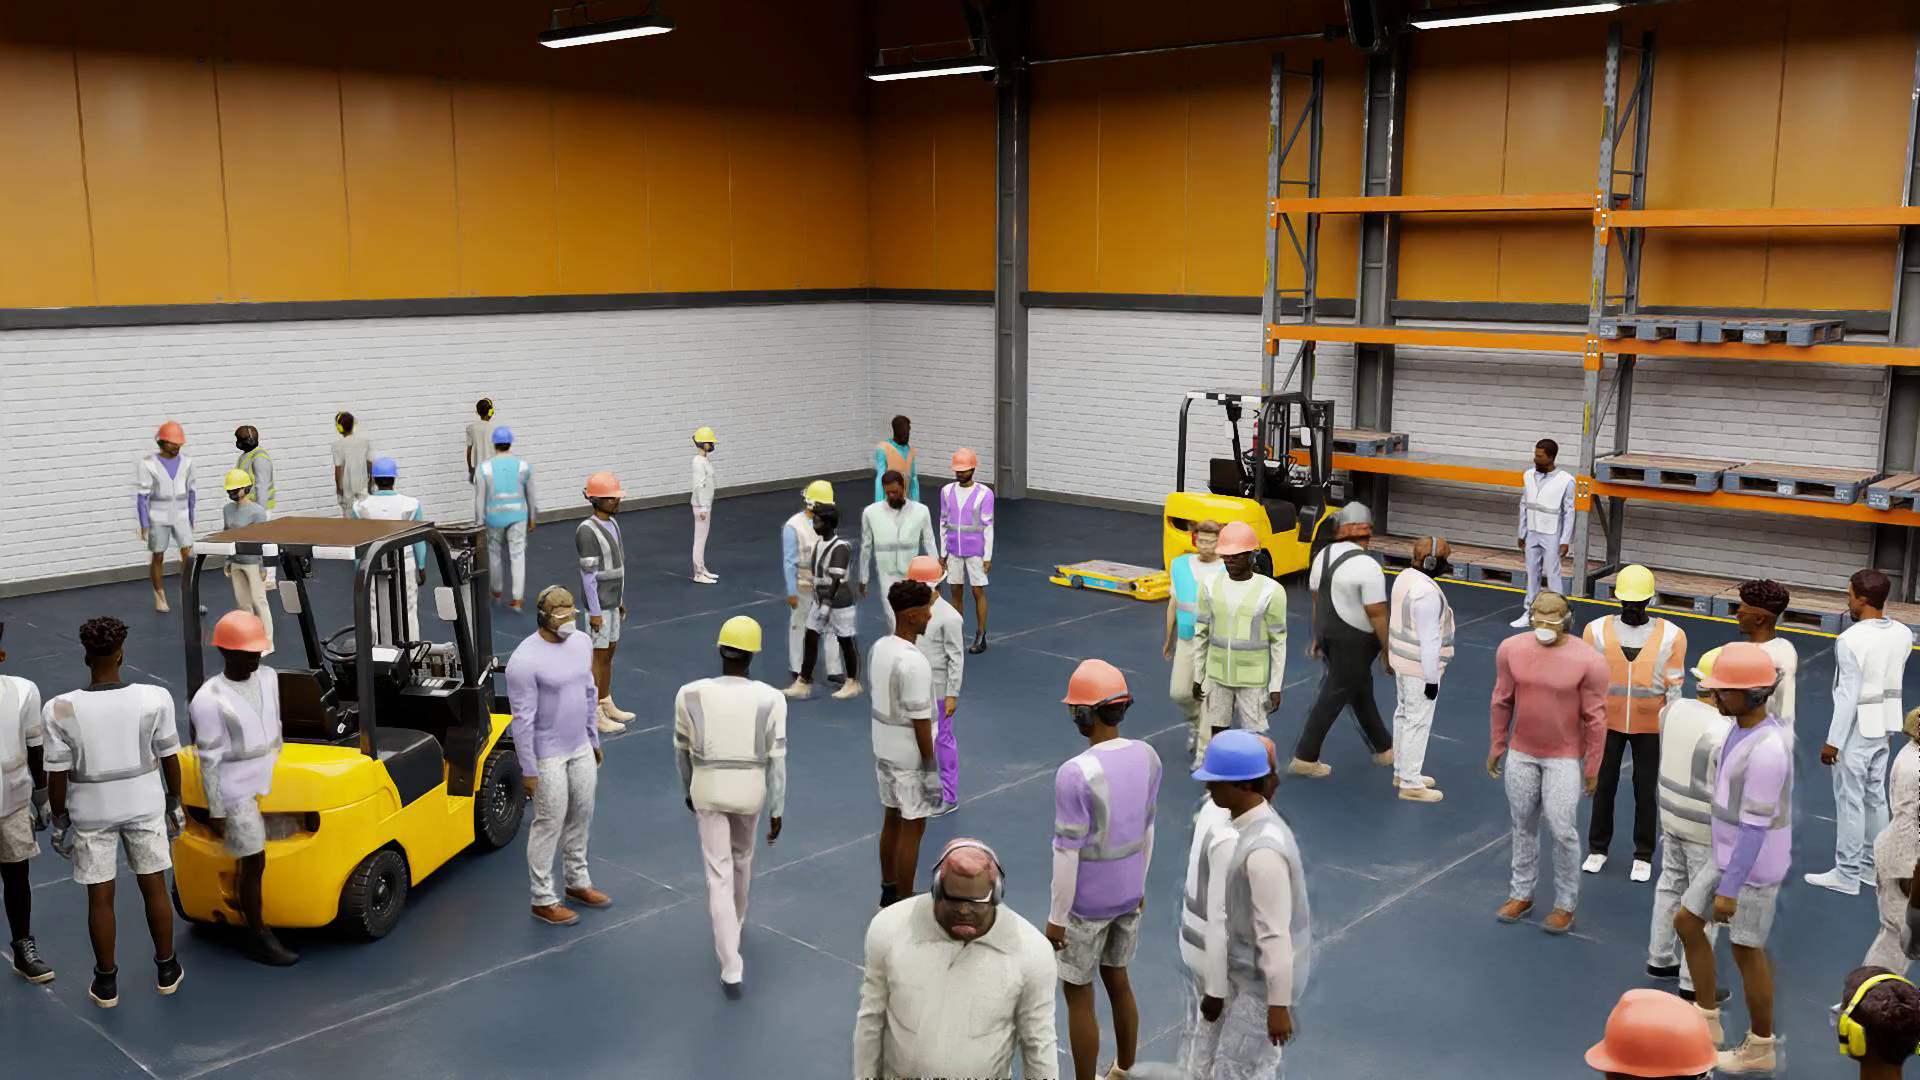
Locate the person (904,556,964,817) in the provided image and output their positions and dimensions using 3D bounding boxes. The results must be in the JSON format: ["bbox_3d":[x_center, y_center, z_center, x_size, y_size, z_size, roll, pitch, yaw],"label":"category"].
[{"bbox_3d":[-0.213,0.963,11.083,0.338,1.747,0.570,-7,12,-36],"label":"person"}]

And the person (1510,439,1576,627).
[{"bbox_3d":[5.768,-0.049,16.376,0.389,1.916,0.590,-6,12,-31],"label":"person"}]

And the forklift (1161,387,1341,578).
[{"bbox_3d":[3.298,-0.608,18.767,1.214,2.155,2.313,9,13,42],"label":"forklift"}]

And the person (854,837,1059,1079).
[{"bbox_3d":[-0.029,1.878,5.510,0.707,1.885,0.468,1,10,5],"label":"person"}]

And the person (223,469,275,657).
[{"bbox_3d":[-6.585,0.217,15.328,0.528,1.761,0.340,5,11,27],"label":"person"}]

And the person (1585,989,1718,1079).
[{"bbox_3d":[1.773,2.070,4.286,0.390,1.925,0.550,5,11,28],"label":"person"}]

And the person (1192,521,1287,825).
[{"bbox_3d":[1.775,0.883,10.707,0.615,2.041,0.384,6,12,31],"label":"person"}]

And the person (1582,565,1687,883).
[{"bbox_3d":[3.987,1.086,9.924,0.581,1.919,0.393,5,11,27],"label":"person"}]

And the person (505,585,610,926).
[{"bbox_3d":[-2.253,1.190,9.305,0.367,1.926,0.637,5,11,27],"label":"person"}]

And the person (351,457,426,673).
[{"bbox_3d":[-5.040,0.236,14.698,0.616,1.939,0.421,-3,10,-15],"label":"person"}]

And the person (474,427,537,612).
[{"bbox_3d":[-4.760,-0.231,17.431,0.646,1.901,0.974,-4,11,-22],"label":"person"}]

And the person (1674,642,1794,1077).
[{"bbox_3d":[3.449,1.450,7.524,0.683,2.020,0.629,2,10,14],"label":"person"}]

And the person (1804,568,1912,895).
[{"bbox_3d":[5.284,1.118,9.729,0.600,1.916,0.377,-6,12,-30],"label":"person"}]

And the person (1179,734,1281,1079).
[{"bbox_3d":[1.089,1.676,6.687,0.439,1.866,0.590,1,10,3],"label":"person"}]

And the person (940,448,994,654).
[{"bbox_3d":[0.049,0.100,15.498,0.544,1.930,0.388,5,11,26],"label":"person"}]

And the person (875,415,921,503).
[{"bbox_3d":[-0.650,-0.457,18.741,0.677,1.893,0.618,7,12,35],"label":"person"}]

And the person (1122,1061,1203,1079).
[{"bbox_3d":[0.427,2.114,3.708,0.536,2.000,0.690,0,10,1],"label":"person"}]

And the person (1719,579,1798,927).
[{"bbox_3d":[4.403,1.182,9.225,0.366,1.967,0.603,7,12,37],"label":"person"}]

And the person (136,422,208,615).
[{"bbox_3d":[-8.080,-0.206,17.020,0.975,1.989,0.667,10,14,44],"label":"person"}]

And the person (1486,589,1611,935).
[{"bbox_3d":[3.237,1.206,9.223,0.642,1.927,0.415,10,14,44],"label":"person"}]

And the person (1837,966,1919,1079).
[{"bbox_3d":[2.432,2.066,4.518,0.511,1.858,0.325,-2,10,-10],"label":"person"}]

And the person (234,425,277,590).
[{"bbox_3d":[-7.791,-0.356,18.368,0.430,1.836,0.626,-8,13,-38],"label":"person"}]

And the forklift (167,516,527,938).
[{"bbox_3d":[-3.583,0.976,9.748,1.214,2.155,2.313,2,10,11],"label":"forklift"}]

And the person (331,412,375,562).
[{"bbox_3d":[-7.182,-0.611,19.795,0.526,1.838,0.841,-8,13,-38],"label":"person"}]

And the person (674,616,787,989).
[{"bbox_3d":[-1.190,1.328,8.702,0.583,1.864,1.011,-2,10,-11],"label":"person"}]

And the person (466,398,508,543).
[{"bbox_3d":[-6.024,-0.866,21.189,0.521,1.862,0.335,2,10,9],"label":"person"}]

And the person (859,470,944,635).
[{"bbox_3d":[-0.493,0.319,14.422,0.704,1.858,0.889,-2,10,-14],"label":"person"}]

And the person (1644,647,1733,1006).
[{"bbox_3d":[3.708,1.418,8.305,0.403,1.818,0.603,-2,10,-11],"label":"person"}]

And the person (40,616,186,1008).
[{"bbox_3d":[-4.205,1.344,8.301,0.616,1.964,0.361,-6,12,-30],"label":"person"}]

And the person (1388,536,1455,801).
[{"bbox_3d":[3.154,0.875,11.380,0.429,1.831,0.632,0,10,0],"label":"person"}]

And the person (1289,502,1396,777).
[{"bbox_3d":[2.813,0.673,11.912,1.048,2.000,0.730,-3,10,-16],"label":"person"}]

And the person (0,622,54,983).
[{"bbox_3d":[-4.909,1.331,8.414,0.372,1.962,0.606,7,12,35],"label":"person"}]

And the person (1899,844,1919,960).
[{"bbox_3d":[4.130,1.614,6.815,0.428,1.945,0.629,-2,10,-10],"label":"person"}]

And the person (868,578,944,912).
[{"bbox_3d":[-0.302,1.183,9.267,0.361,1.961,0.677,-5,11,-26],"label":"person"}]

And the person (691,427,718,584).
[{"bbox_3d":[-2.873,-0.396,18.783,0.322,1.767,0.533,-1,10,-4],"label":"person"}]

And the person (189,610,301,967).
[{"bbox_3d":[-3.765,1.294,8.708,0.527,1.922,0.551,3,10,18],"label":"person"}]

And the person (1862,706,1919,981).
[{"bbox_3d":[4.552,1.530,7.935,0.413,1.721,0.513,9,13,41],"label":"person"}]

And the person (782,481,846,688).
[{"bbox_3d":[-1.199,0.388,14.220,0.631,1.793,0.773,-9,14,-43],"label":"person"}]

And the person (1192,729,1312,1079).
[{"bbox_3d":[1.143,1.681,6.508,0.505,1.925,0.670,0,10,0],"label":"person"}]

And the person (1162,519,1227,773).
[{"bbox_3d":[1.753,0.750,12.066,0.611,1.828,0.548,5,11,28],"label":"person"}]

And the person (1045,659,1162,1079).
[{"bbox_3d":[0.590,1.516,7.169,0.409,2.028,0.613,9,14,43],"label":"person"}]

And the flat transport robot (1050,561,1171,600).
[{"bbox_3d":[1.744,0.424,18.365,1.431,0.197,0.652,10,14,43],"label":"flat transport robot"}]

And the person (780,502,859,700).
[{"bbox_3d":[-1.160,0.533,13.748,0.725,1.670,0.540,-7,12,-34],"label":"person"}]

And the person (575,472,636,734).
[{"bbox_3d":[-2.761,0.479,13.007,0.377,2.045,0.605,1,10,7],"label":"person"}]
